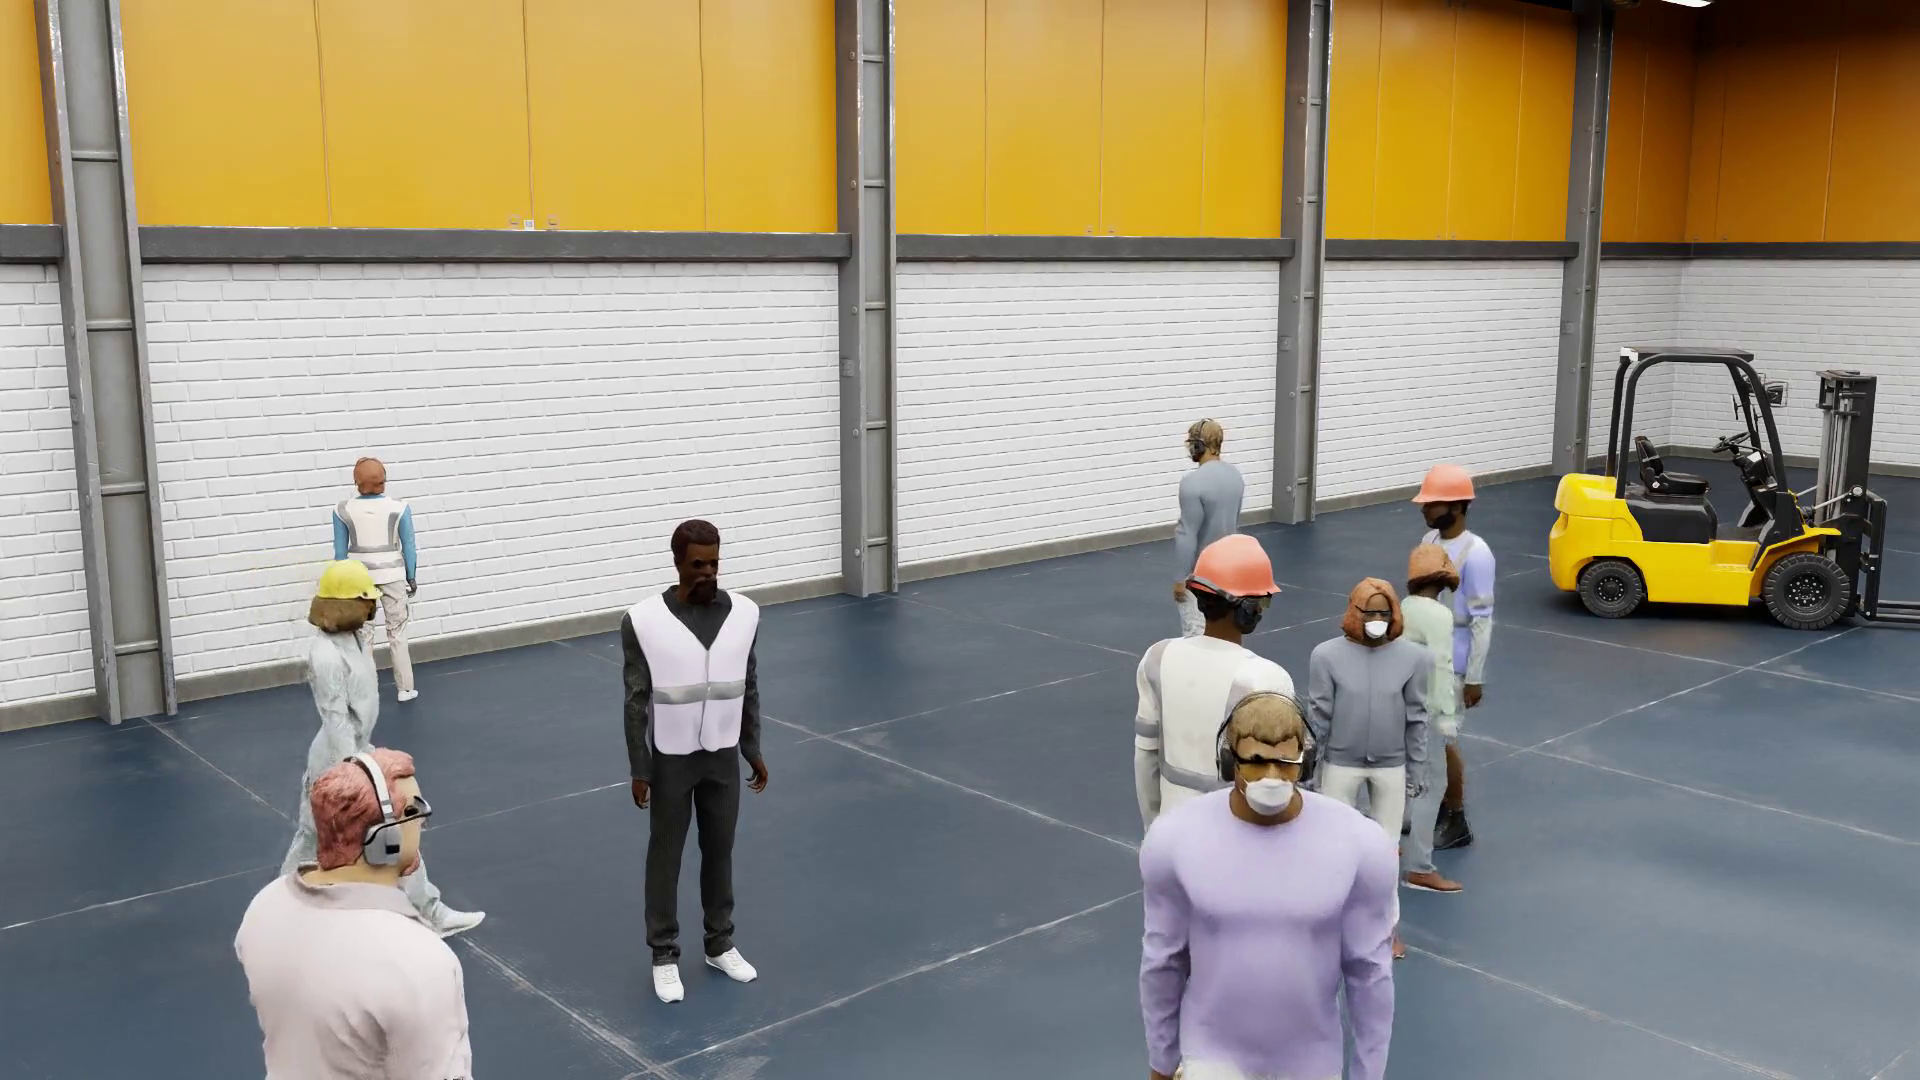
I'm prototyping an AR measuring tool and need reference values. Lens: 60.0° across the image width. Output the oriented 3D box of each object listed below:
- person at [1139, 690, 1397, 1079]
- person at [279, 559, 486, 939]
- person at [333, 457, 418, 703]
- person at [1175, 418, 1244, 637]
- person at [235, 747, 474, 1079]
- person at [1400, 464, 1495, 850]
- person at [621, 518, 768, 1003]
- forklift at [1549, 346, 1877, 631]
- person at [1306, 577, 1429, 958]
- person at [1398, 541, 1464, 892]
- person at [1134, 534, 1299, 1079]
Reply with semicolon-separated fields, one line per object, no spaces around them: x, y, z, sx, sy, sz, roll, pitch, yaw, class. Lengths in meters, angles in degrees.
0.764;1.281;4.228;0.633;1.917;0.851;1;10;9;person
-2.527;0.917;6.971;0.915;1.686;0.507;0;10;-1;person
-3.819;0.274;10.898;0.514;1.645;0.309;-2;10;-13;person
1.545;0.197;10.504;0.379;1.932;0.638;8;13;39;person
-1.254;1.385;3.638;0.644;1.906;0.403;7;12;34;person
2.397;0.580;8.284;0.376;1.935;0.554;-2;10;-10;person
-1.062;0.858;6.675;0.587;1.920;0.391;-6;12;-33;person
6.109;-0.478;13.691;2.313;2.155;1.214;3;10;16;forklift
1.698;0.952;6.979;0.501;1.626;0.278;1;10;4;person
2.159;0.815;7.832;0.367;1.617;0.563;0;10;-1;person
0.871;0.990;5.535;0.391;2.040;0.615;-9;13;-43;person
